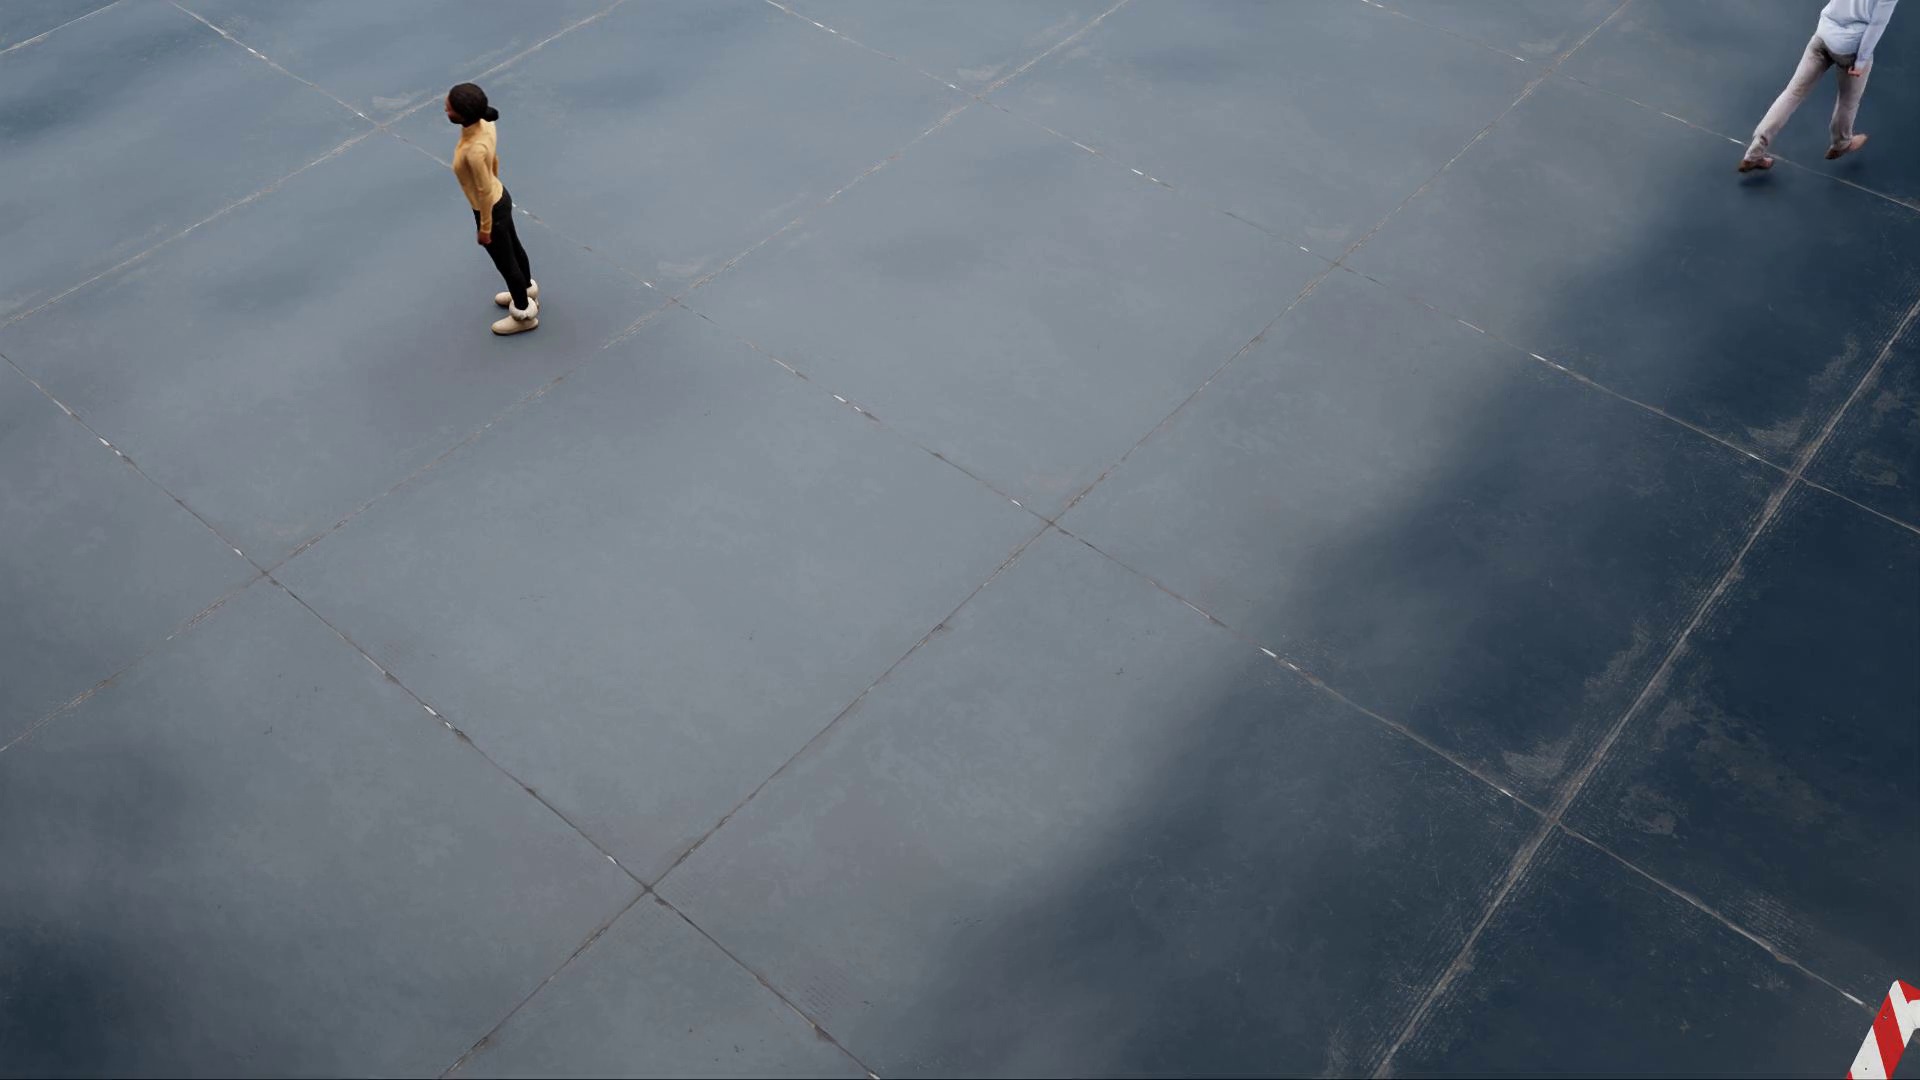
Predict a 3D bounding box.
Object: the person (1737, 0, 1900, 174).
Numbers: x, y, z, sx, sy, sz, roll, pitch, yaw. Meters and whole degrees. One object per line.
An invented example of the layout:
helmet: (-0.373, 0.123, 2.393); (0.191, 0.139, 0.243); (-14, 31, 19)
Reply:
person: (5.600, -3.157, 10.729); (1.019, 1.843, 1.265); (-22, 51, -19)

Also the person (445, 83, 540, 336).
person: (-2.732, -1.946, 9.734); (0.750, 1.659, 0.695); (-2, 47, -2)
